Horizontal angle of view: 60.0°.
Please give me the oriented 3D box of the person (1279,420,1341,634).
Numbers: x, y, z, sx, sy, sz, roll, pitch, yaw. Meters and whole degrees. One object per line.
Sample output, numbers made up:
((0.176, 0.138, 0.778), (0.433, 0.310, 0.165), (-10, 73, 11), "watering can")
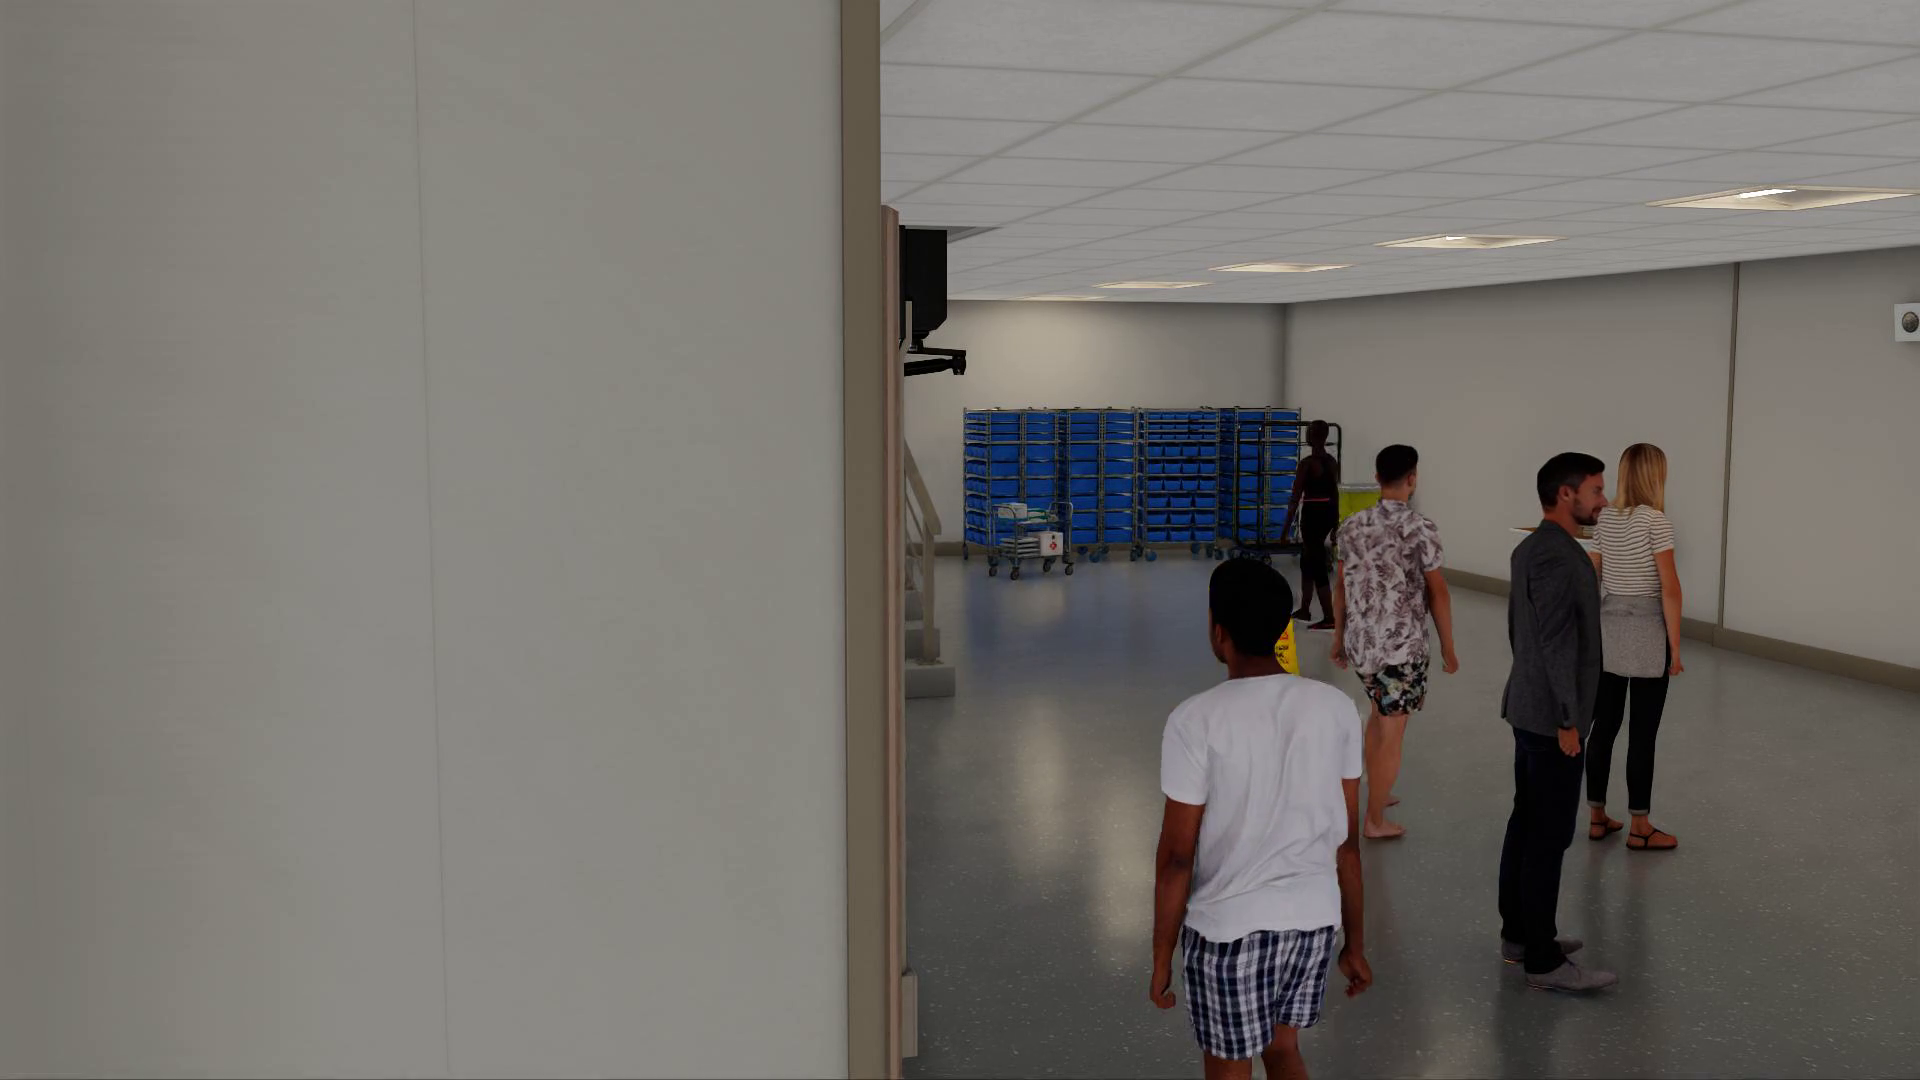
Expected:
((3.003, -0.096, 13.637), (0.811, 1.739, 0.976), (-5, 7, -39), "person")

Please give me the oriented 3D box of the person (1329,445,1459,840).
((1.922, 0.477, 7.647), (0.926, 1.798, 0.886), (-5, 7, -39), "person")

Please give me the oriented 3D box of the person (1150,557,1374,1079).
((0.701, 0.914, 3.701), (0.650, 1.717, 0.597), (-1, 6, -14), "person")

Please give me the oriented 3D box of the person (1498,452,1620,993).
((2.092, 0.615, 5.897), (0.826, 1.872, 0.677), (1, 6, 6), "person")

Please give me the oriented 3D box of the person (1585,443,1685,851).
((3.044, 0.472, 7.556), (0.733, 1.825, 0.570), (-4, 7, -32), "person")
